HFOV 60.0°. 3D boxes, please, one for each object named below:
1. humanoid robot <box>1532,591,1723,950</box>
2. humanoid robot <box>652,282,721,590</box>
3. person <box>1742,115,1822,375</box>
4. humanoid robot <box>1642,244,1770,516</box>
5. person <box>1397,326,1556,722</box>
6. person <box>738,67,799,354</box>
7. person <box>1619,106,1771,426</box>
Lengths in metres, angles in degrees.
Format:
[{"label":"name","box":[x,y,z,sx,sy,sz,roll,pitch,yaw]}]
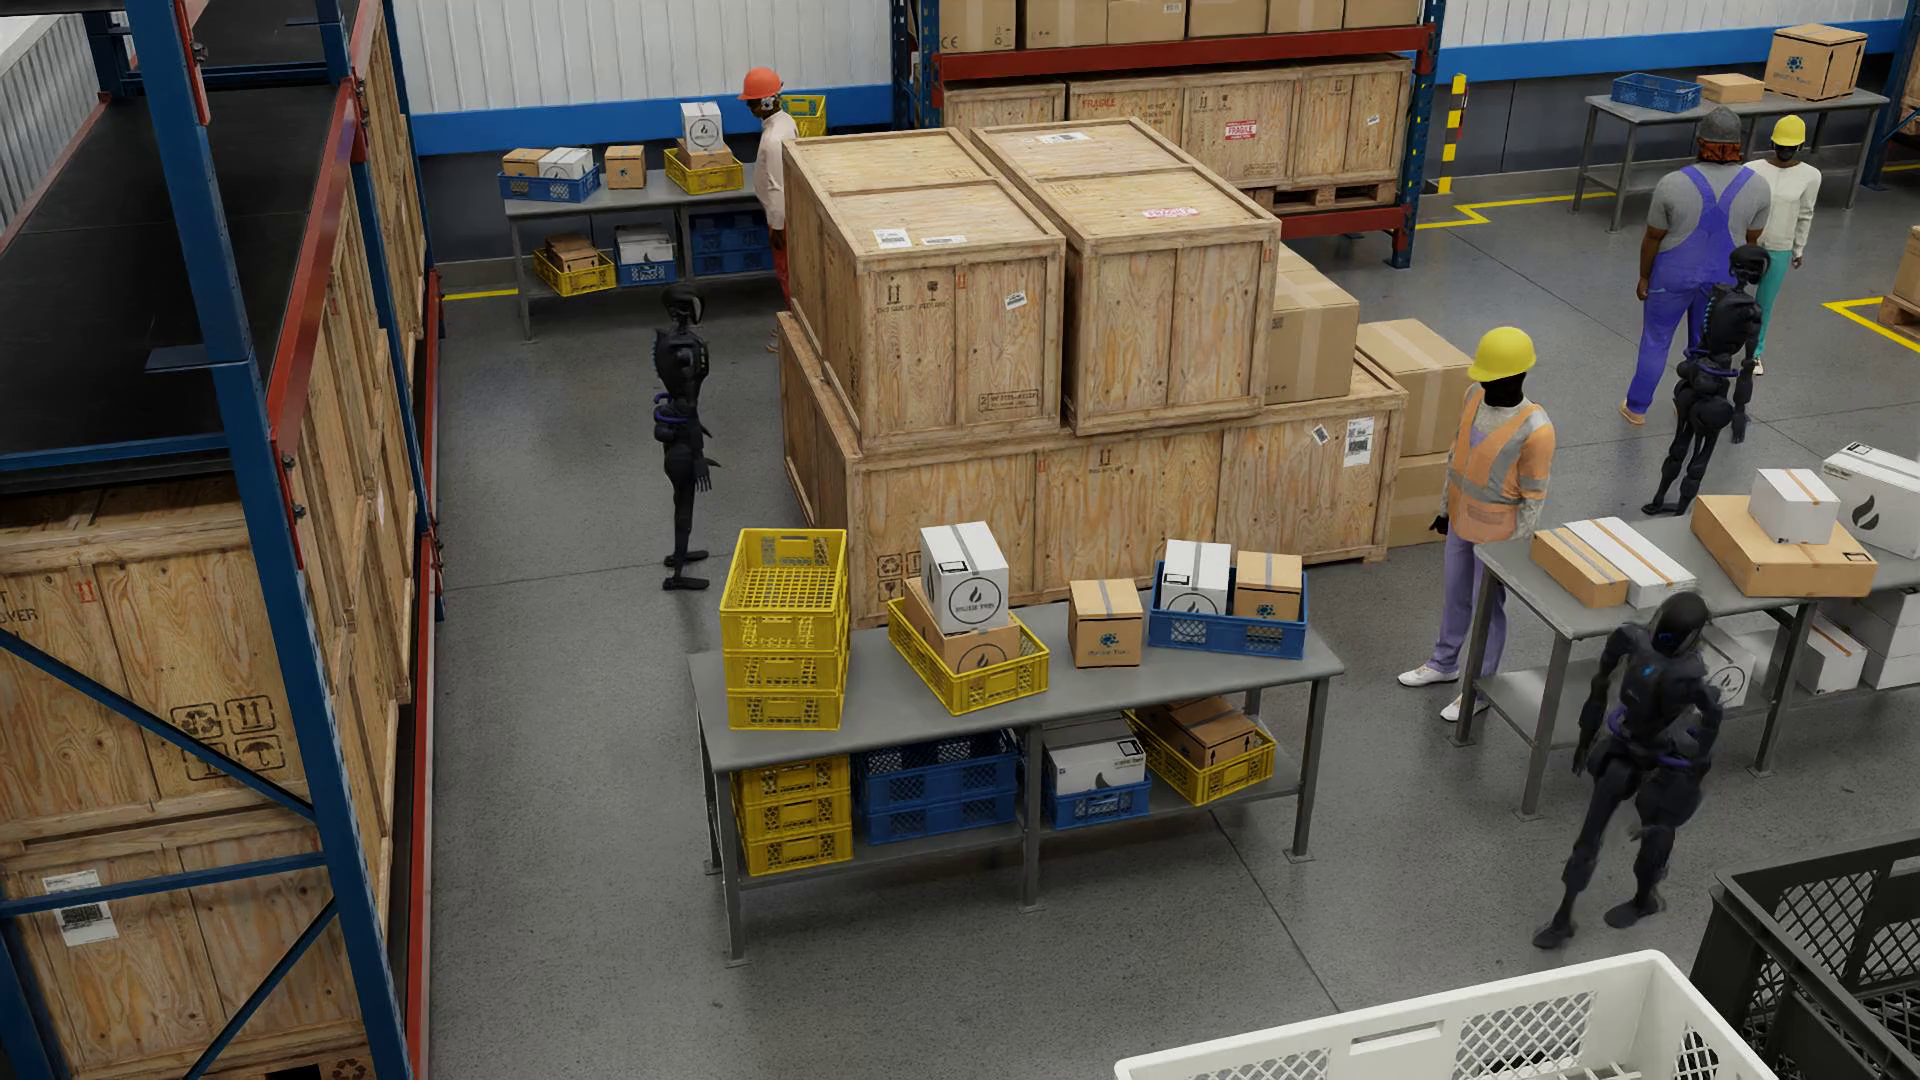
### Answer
[{"label":"humanoid robot","box":[2.514,0.852,6.145,0.706,1.622,0.589,-19,34,-31]},{"label":"humanoid robot","box":[-1.437,-0.549,8.658,0.362,1.648,0.599,-4,29,-8]},{"label":"person","box":[5.366,-1.959,11.118,0.534,1.767,0.314,8,30,15]},{"label":"humanoid robot","box":[4.135,-0.827,9.155,0.336,1.650,0.574,-2,29,-4]},{"label":"person","box":[2.358,-0.069,7.532,0.370,1.919,0.584,-11,31,-19]},{"label":"person","box":[-1.261,-2.251,11.441,0.431,1.977,0.604,0,29,1]},{"label":"person","box":[4.548,-1.687,10.345,0.682,2.000,0.536,5,29,9]}]
